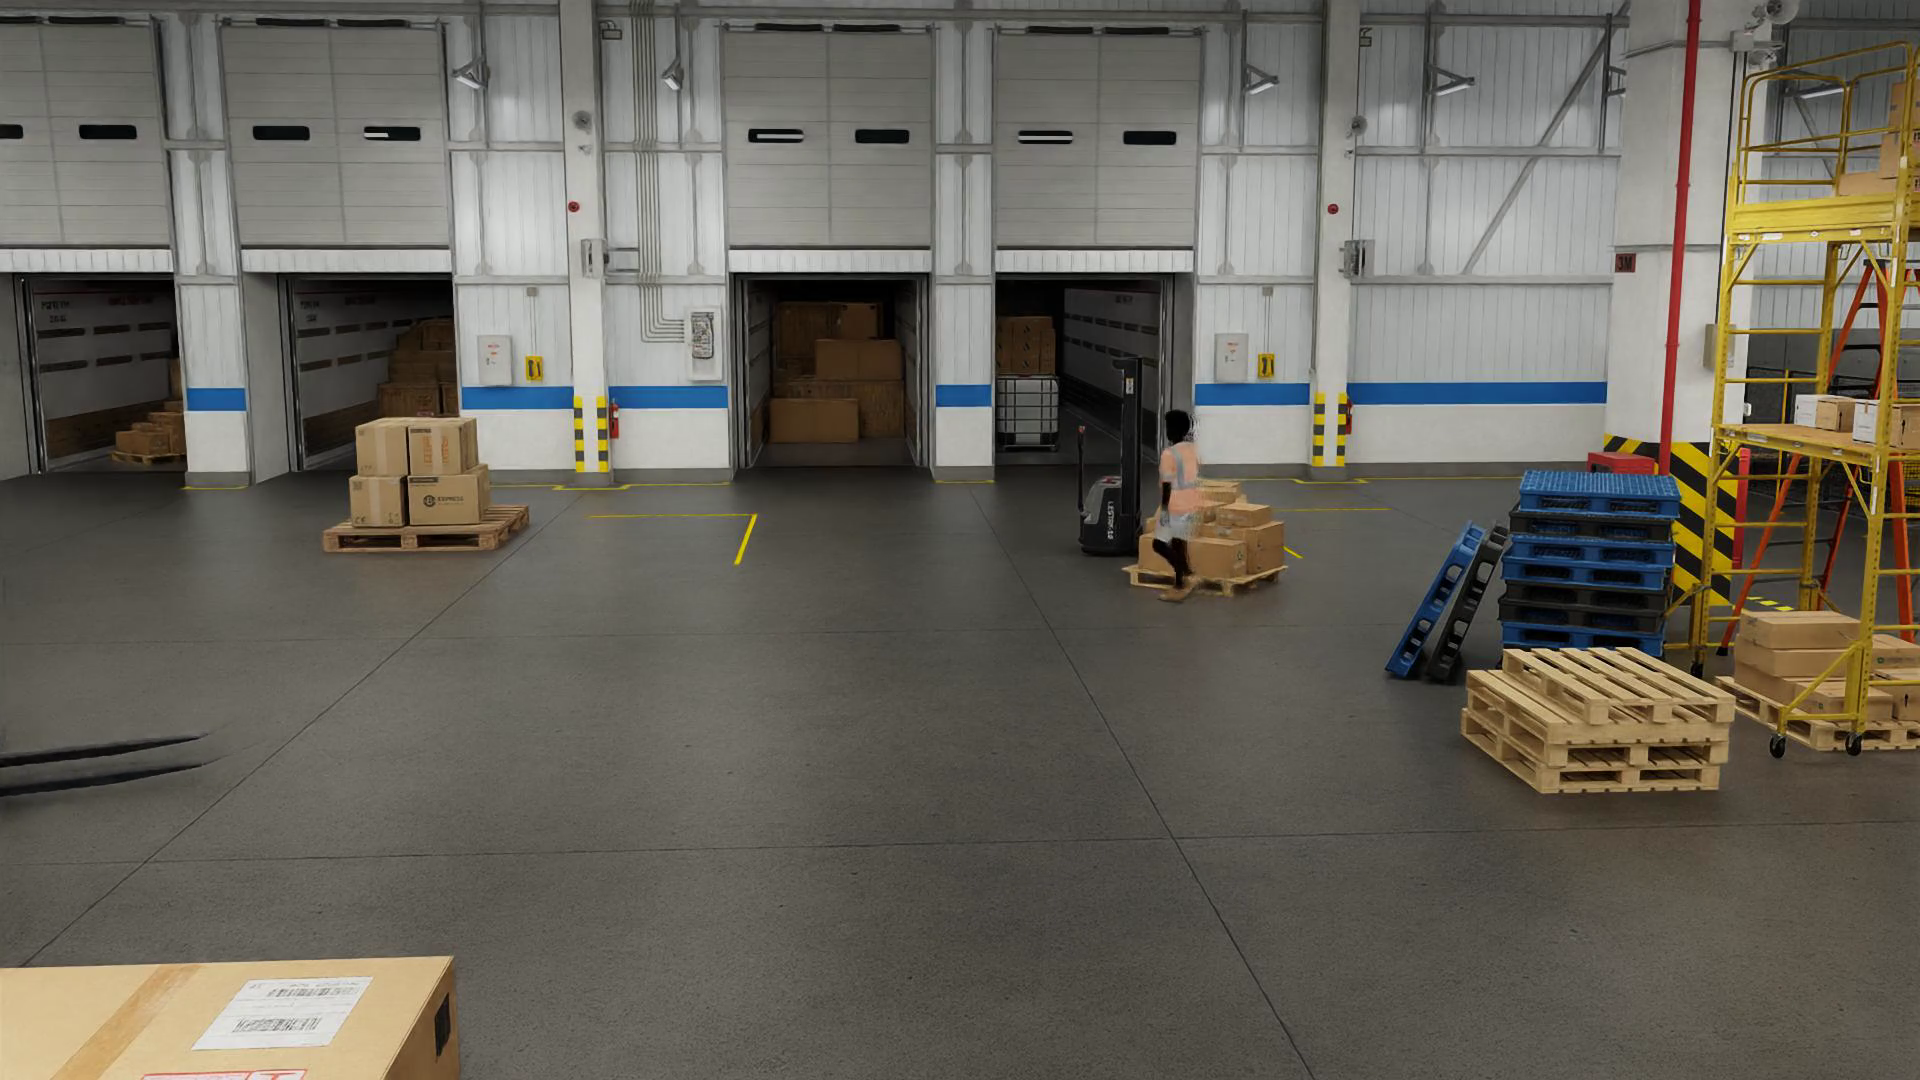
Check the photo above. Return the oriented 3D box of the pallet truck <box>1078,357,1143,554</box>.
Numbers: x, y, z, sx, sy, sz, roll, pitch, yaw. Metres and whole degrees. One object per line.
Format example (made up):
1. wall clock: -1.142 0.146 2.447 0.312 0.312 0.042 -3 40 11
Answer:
1. pallet truck: 2.088 -0.836 16.757 1.885 1.965 0.823 2 9 13

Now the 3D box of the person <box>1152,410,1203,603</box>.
1. person: 1.873 -0.271 14.197 0.404 1.679 0.546 6 11 35
